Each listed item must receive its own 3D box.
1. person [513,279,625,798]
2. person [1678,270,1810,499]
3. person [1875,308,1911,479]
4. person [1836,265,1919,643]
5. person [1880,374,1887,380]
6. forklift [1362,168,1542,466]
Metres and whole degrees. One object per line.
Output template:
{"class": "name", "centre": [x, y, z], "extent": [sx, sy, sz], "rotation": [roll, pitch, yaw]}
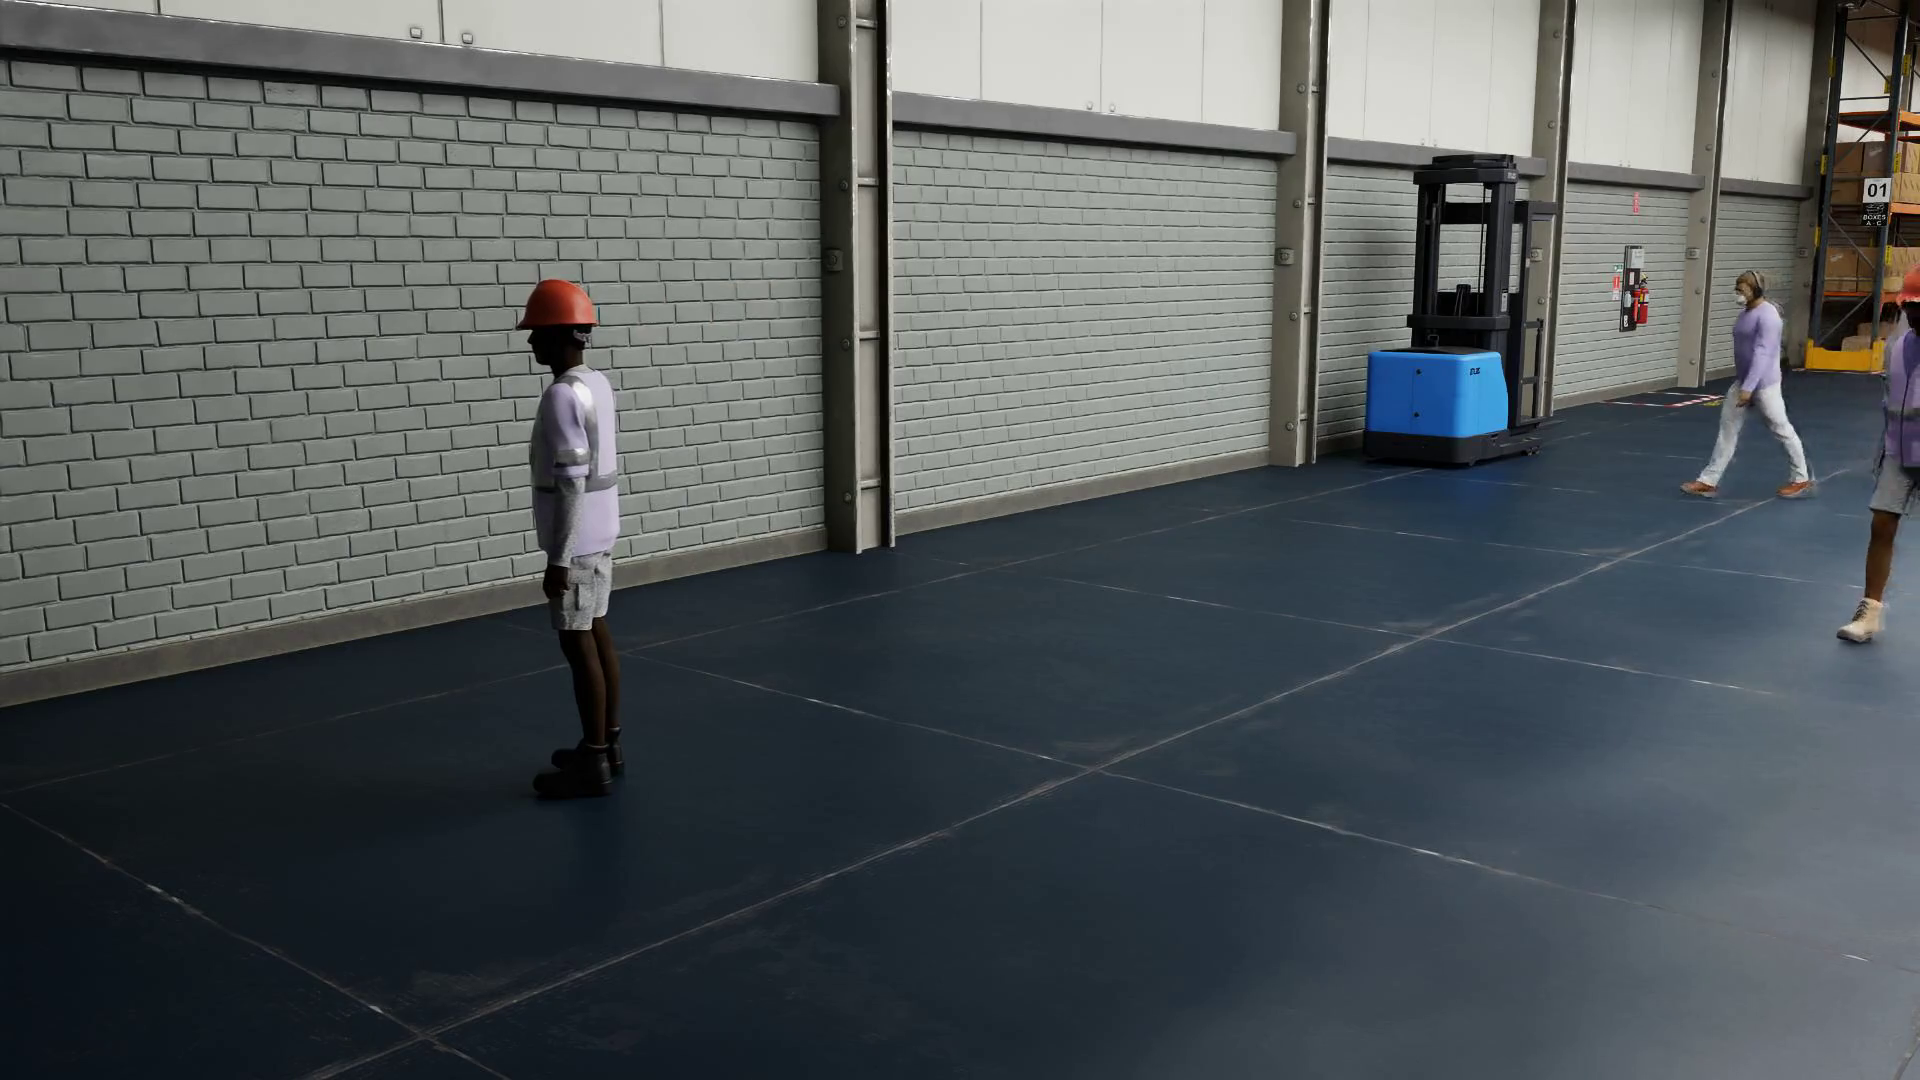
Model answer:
{"class": "person", "centre": [-1.480, -0.008, 6.300], "extent": [0.360, 1.935, 0.552], "rotation": [0, 10, 2]}
{"class": "person", "centre": [6.565, -1.267, 13.686], "extent": [1.082, 1.883, 0.646], "rotation": [0, 10, -1]}
{"class": "person", "centre": [8.476, -1.473, 14.636], "extent": [0.642, 1.929, 0.635], "rotation": [3, 10, 16]}
{"class": "person", "centre": [5.114, -0.453, 8.711], "extent": [0.932, 1.997, 0.603], "rotation": [-3, 11, -18]}
{"class": "person", "centre": [14.625, -3.295, 25.195], "extent": [0.993, 1.875, 0.589], "rotation": [2, 10, 13]}
{"class": "forklift", "centre": [4.875, -2.212, 16.287], "extent": [1.129, 2.768, 1.873], "rotation": [8, 13, 40]}
